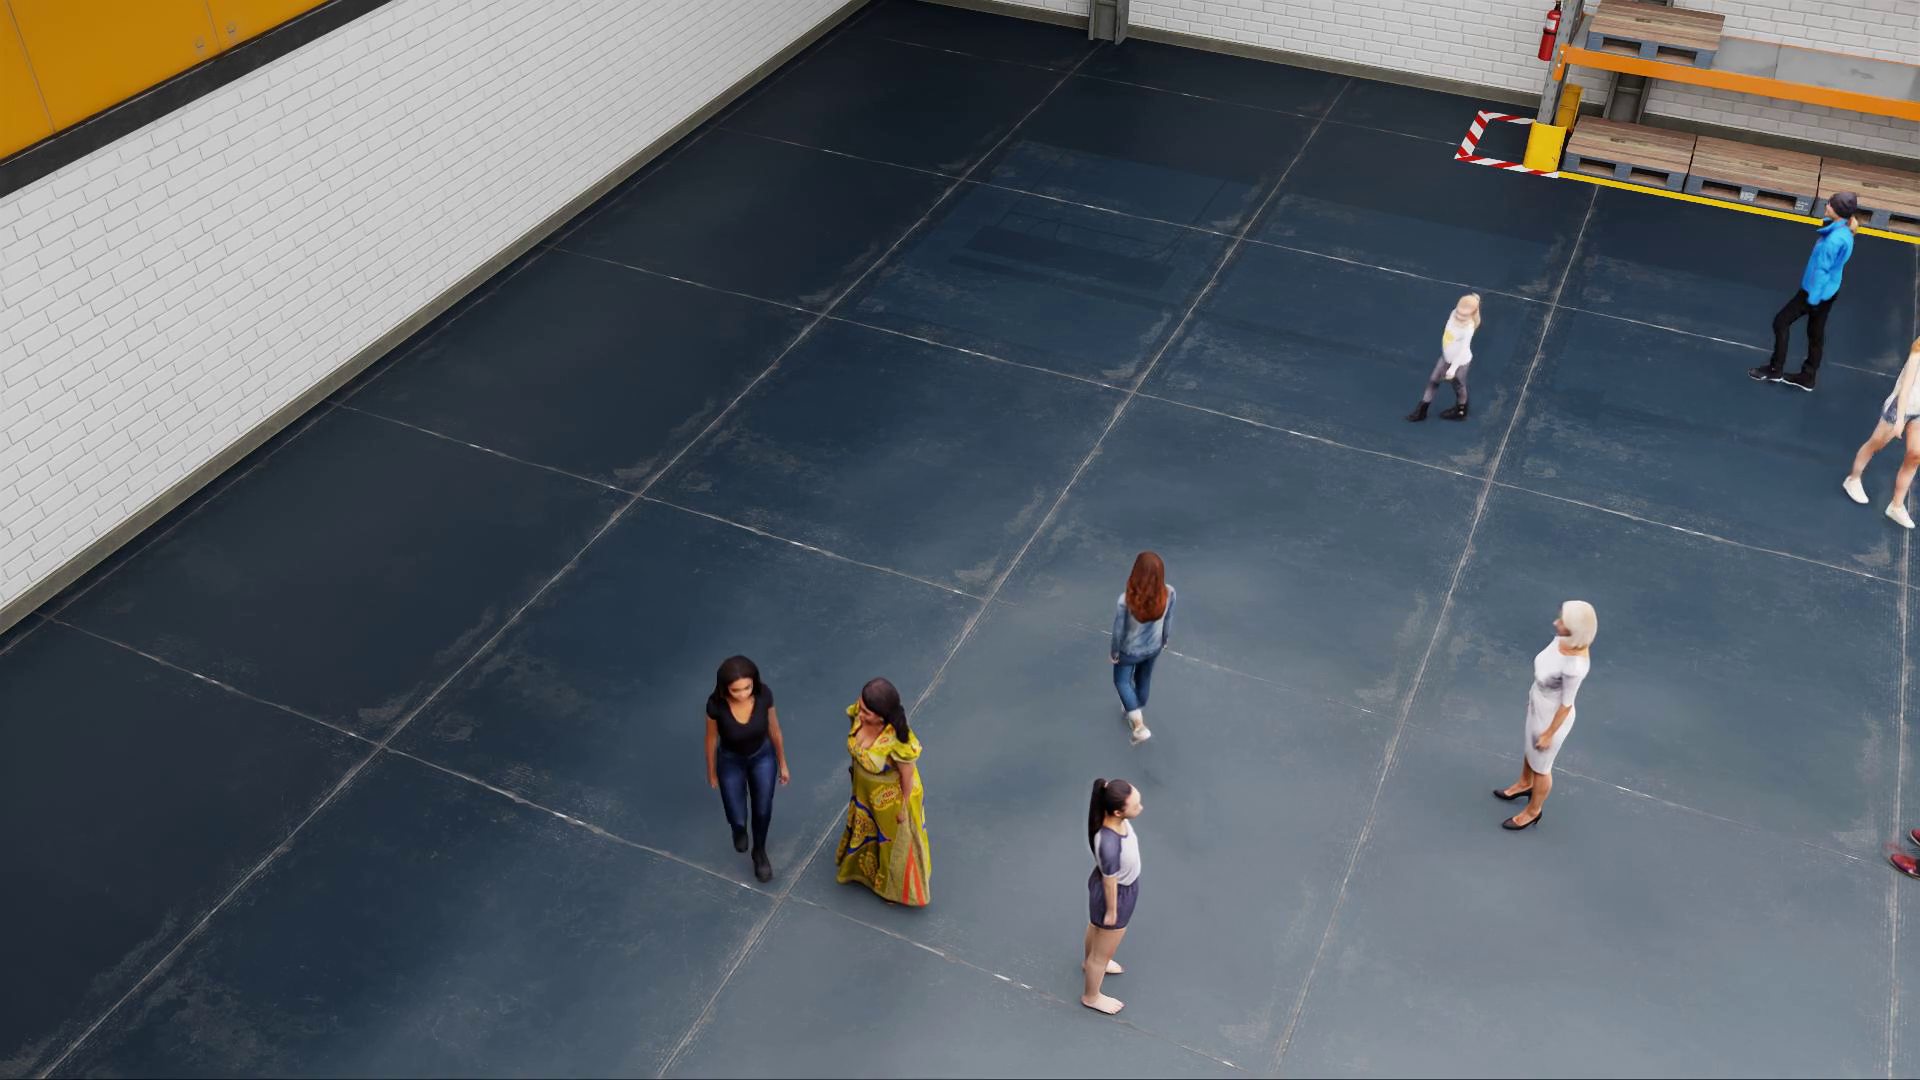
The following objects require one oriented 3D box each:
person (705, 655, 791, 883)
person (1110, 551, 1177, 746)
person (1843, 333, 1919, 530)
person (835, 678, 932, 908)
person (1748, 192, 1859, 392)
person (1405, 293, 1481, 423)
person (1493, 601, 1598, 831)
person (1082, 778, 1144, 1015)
[{"bbox_3d":[-1.257,1.241,9.620,0.787,1.724,0.848,-14,41,-17],"label":"person"},{"bbox_3d":[1.158,0.708,10.491,0.804,1.470,0.856,-11,40,-13],"label":"person"},{"bbox_3d":[6.985,-0.999,12.414,0.923,1.738,0.934,-7,39,-8],"label":"person"},{"bbox_3d":[-0.431,1.405,9.467,1.024,1.659,0.873,-31,48,-33],"label":"person"},{"bbox_3d":[7.124,-1.995,13.627,0.831,1.780,0.750,32,48,33],"label":"person"},{"bbox_3d":[4.030,-1.471,13.403,0.887,1.241,0.821,-6,39,-8],"label":"person"},{"bbox_3d":[3.501,1.026,9.867,0.615,1.750,0.625,3,39,3],"label":"person"},{"bbox_3d":[0.790,1.872,8.889,0.633,1.649,0.660,2,39,3],"label":"person"}]
